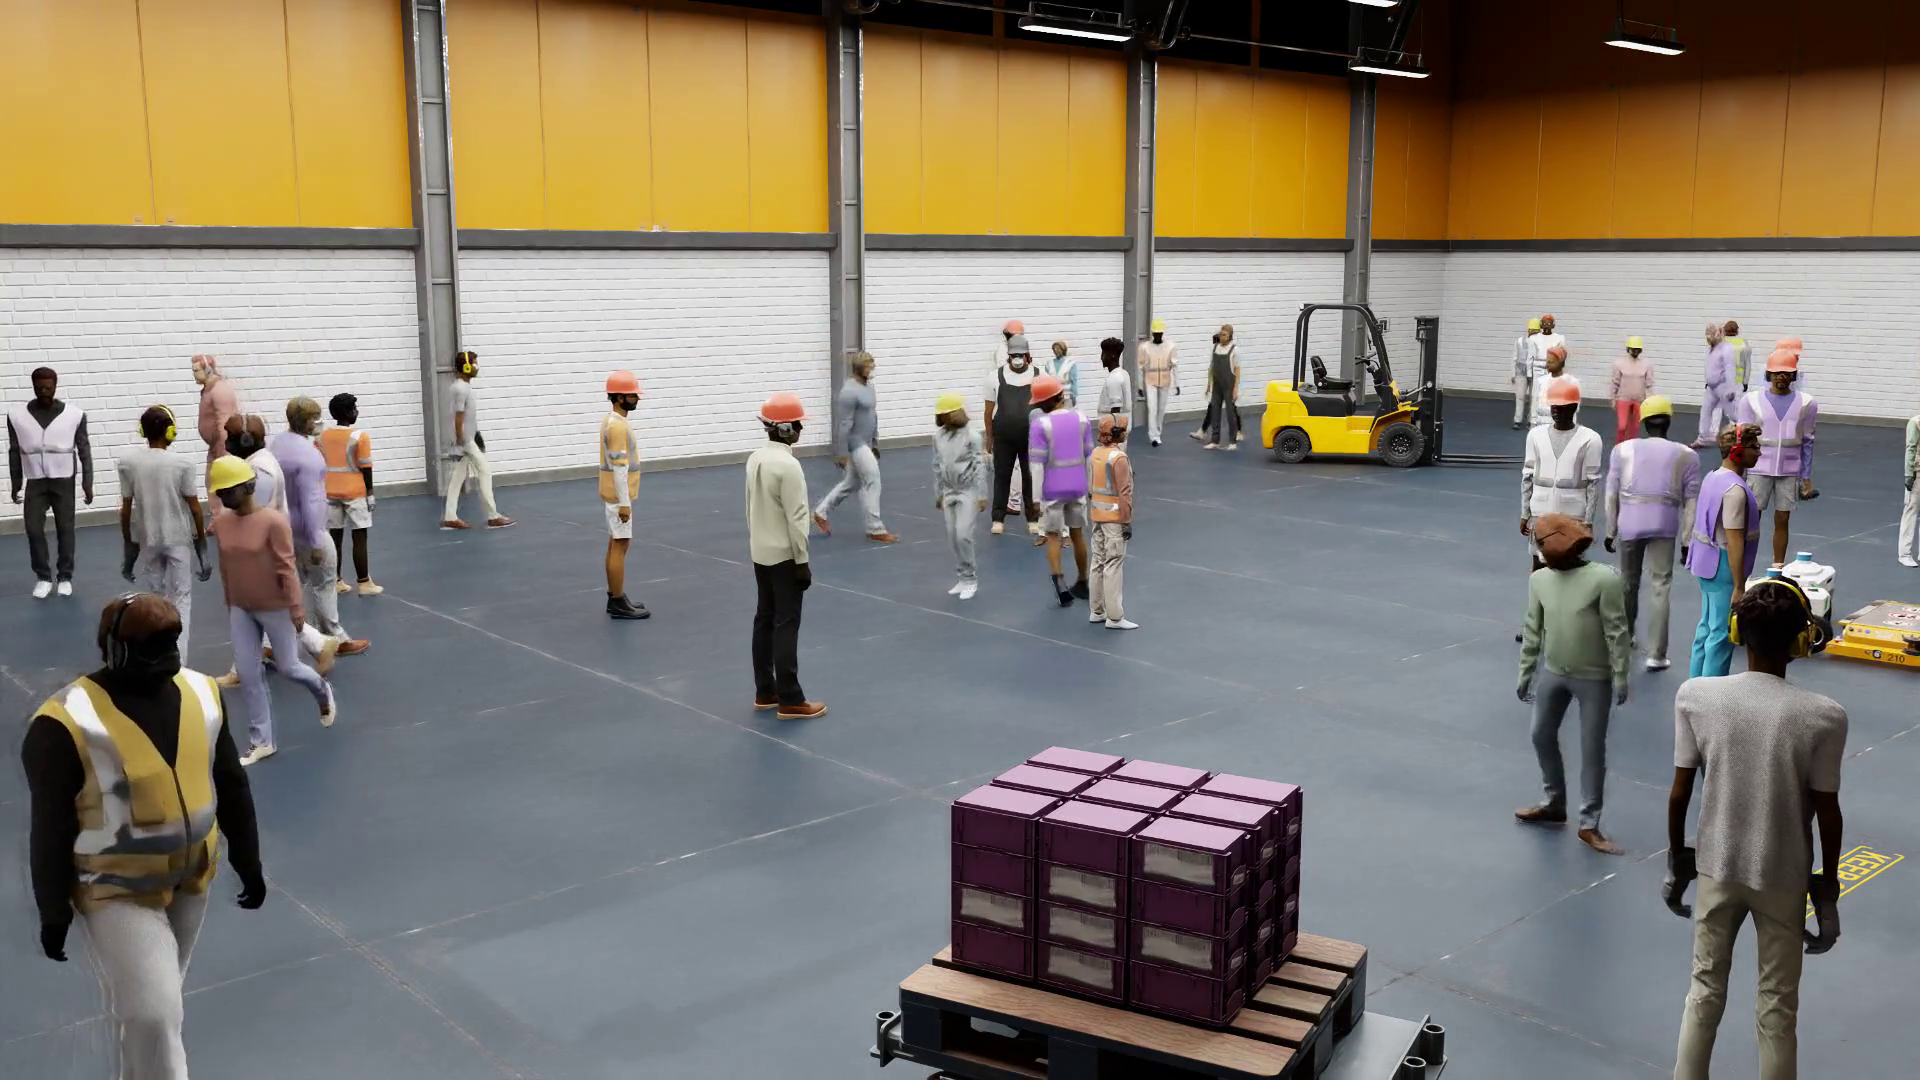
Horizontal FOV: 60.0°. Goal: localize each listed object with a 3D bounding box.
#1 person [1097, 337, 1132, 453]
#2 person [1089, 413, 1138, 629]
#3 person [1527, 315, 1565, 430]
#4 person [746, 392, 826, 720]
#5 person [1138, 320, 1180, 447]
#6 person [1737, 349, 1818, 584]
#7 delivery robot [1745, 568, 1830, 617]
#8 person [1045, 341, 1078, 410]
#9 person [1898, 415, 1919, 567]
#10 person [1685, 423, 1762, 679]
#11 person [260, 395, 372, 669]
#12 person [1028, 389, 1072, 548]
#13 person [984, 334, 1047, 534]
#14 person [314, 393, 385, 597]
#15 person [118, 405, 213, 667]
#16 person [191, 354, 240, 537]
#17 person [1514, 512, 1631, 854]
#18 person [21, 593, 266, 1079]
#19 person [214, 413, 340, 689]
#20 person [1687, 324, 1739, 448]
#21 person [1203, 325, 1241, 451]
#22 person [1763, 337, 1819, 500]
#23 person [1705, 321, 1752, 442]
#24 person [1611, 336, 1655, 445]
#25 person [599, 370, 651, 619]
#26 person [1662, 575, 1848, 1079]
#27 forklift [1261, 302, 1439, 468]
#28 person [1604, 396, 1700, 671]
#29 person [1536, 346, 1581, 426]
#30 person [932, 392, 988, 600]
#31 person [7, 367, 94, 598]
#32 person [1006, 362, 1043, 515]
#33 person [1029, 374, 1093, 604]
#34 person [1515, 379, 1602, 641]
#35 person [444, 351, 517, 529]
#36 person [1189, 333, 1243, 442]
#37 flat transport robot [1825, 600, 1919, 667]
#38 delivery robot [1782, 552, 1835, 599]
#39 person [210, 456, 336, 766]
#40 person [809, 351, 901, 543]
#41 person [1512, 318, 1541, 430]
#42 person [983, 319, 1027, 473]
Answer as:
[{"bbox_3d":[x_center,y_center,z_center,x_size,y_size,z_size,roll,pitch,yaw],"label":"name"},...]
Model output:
[{"bbox_3d":[1.633,-1.170,17.653,0.362,1.963,0.613,3,10,15],"label":"person"},{"bbox_3d":[1.145,-0.142,12.597,0.309,1.639,0.514,-4,11,-23],"label":"person"},{"bbox_3d":[9.433,-2.685,26.808,0.578,1.878,0.343,3,10,16],"label":"person"},{"bbox_3d":[-1.085,0.092,10.176,0.383,1.996,0.609,-6,12,-33],"label":"person"},{"bbox_3d":[2.946,-2.328,24.697,0.609,1.873,0.978,0,10,-2],"label":"person"},{"bbox_3d":[6.857,-0.587,14.013,0.615,2.042,0.372,3,10,15],"label":"person"},{"bbox_3d":[5.872,0.449,12.025,0.707,0.478,0.477,3,10,17],"label":"delivery robot"},{"bbox_3d":[1.477,-2.085,24.041,0.521,1.609,0.775,5,11,25],"label":"person"},{"bbox_3d":[8.794,-0.575,15.110,0.522,1.644,0.305,-3,10,-16],"label":"person"},{"bbox_3d":[4.503,0.228,9.820,0.389,1.846,0.566,2,10,10],"label":"person"},{"bbox_3d":[-4.483,-0.053,11.363,0.664,1.890,0.817,7,12,36],"label":"person"},{"bbox_3d":[0.898,-0.735,16.113,0.502,1.626,0.282,3,10,18],"label":"person"},{"bbox_3d":[0.589,-1.066,16.823,0.688,2.000,0.536,0,10,0],"label":"person"},{"bbox_3d":[-5.068,-0.370,13.745,0.536,1.699,0.322,3,10,17],"label":"person"},{"bbox_3d":[-5.210,0.071,10.845,0.565,1.874,0.712,-1,10,-4],"label":"person"},{"bbox_3d":[-7.302,-0.956,16.757,0.813,1.862,0.654,-6,12,-33],"label":"person"},{"bbox_3d":[2.932,0.675,7.941,0.324,1.597,0.600,-7,12,-37],"label":"person"},{"bbox_3d":[-2.394,1.059,5.057,0.824,1.806,0.653,5,11,26],"label":"person"},{"bbox_3d":[-4.506,0.077,10.805,0.758,1.815,0.635,-4,11,-23],"label":"person"},{"bbox_3d":[11.190,-2.228,24.236,0.987,1.849,0.665,-1,10,-3],"label":"person"},{"bbox_3d":[3.815,-2.201,24.142,0.572,1.827,0.376,9,13,41],"label":"person"},{"bbox_3d":[9.564,-1.411,19.312,0.577,1.881,0.991,-3,10,-17],"label":"person"},{"bbox_3d":[11.636,-2.402,25.229,0.633,1.842,0.429,3,10,14],"label":"person"},{"bbox_3d":[9.030,-1.855,22.295,0.531,1.748,0.592,2,10,10],"label":"person"},{"bbox_3d":[-2.621,-0.356,12.968,0.377,1.938,0.547,-3,10,-15],"label":"person"},{"bbox_3d":[2.405,1.031,5.048,0.512,1.873,0.329,8,13,39],"label":"person"},{"bbox_3d":[5.320,-2.157,22.763,2.313,2.155,1.214,3,10,16],"label":"forklift"},{"bbox_3d":[4.818,-0.072,11.631,0.599,1.822,1.082,4,10,22],"label":"person"},{"bbox_3d":[6.342,-1.125,17.682,0.485,1.873,0.580,-4,11,-25],"label":"person"},{"bbox_3d":[-0.010,-0.369,13.731,0.506,1.708,0.519,7,12,36],"label":"person"},{"bbox_3d":[-7.489,-0.469,13.710,0.631,1.904,0.591,-4,10,-21],"label":"person"},{"bbox_3d":[0.645,-1.224,18.142,0.643,1.910,0.400,-6,12,-33],"label":"person"},{"bbox_3d":[0.844,-0.401,13.434,0.611,1.885,0.583,-4,10,-21],"label":"person"},{"bbox_3d":[4.327,-0.197,12.044,0.545,1.938,0.361,6,12,33],"label":"person"},{"bbox_3d":[-4.994,-1.025,17.192,0.846,1.839,0.532,-5,11,-25],"label":"person"},{"bbox_3d":[3.925,-2.293,25.137,0.858,1.643,0.543,-4,10,-21],"label":"person"},{"bbox_3d":[6.778,0.654,11.930,0.652,0.197,1.431,9,13,42],"label":"flat transport robot"},{"bbox_3d":[6.411,0.337,12.663,0.477,0.478,0.707,8,12,38],"label":"delivery robot"},{"bbox_3d":[-3.880,0.362,9.395,0.542,1.735,0.705,3,10,16],"label":"person"},{"bbox_3d":[-1.077,-0.921,16.404,0.953,1.907,0.633,2,10,14],"label":"person"},{"bbox_3d":[9.232,-2.677,26.927,0.607,1.829,0.534,4,11,23],"label":"person"},{"bbox_3d":[0.615,-1.816,21.302,0.784,2.020,0.612,-7,12,-37],"label":"person"}]
